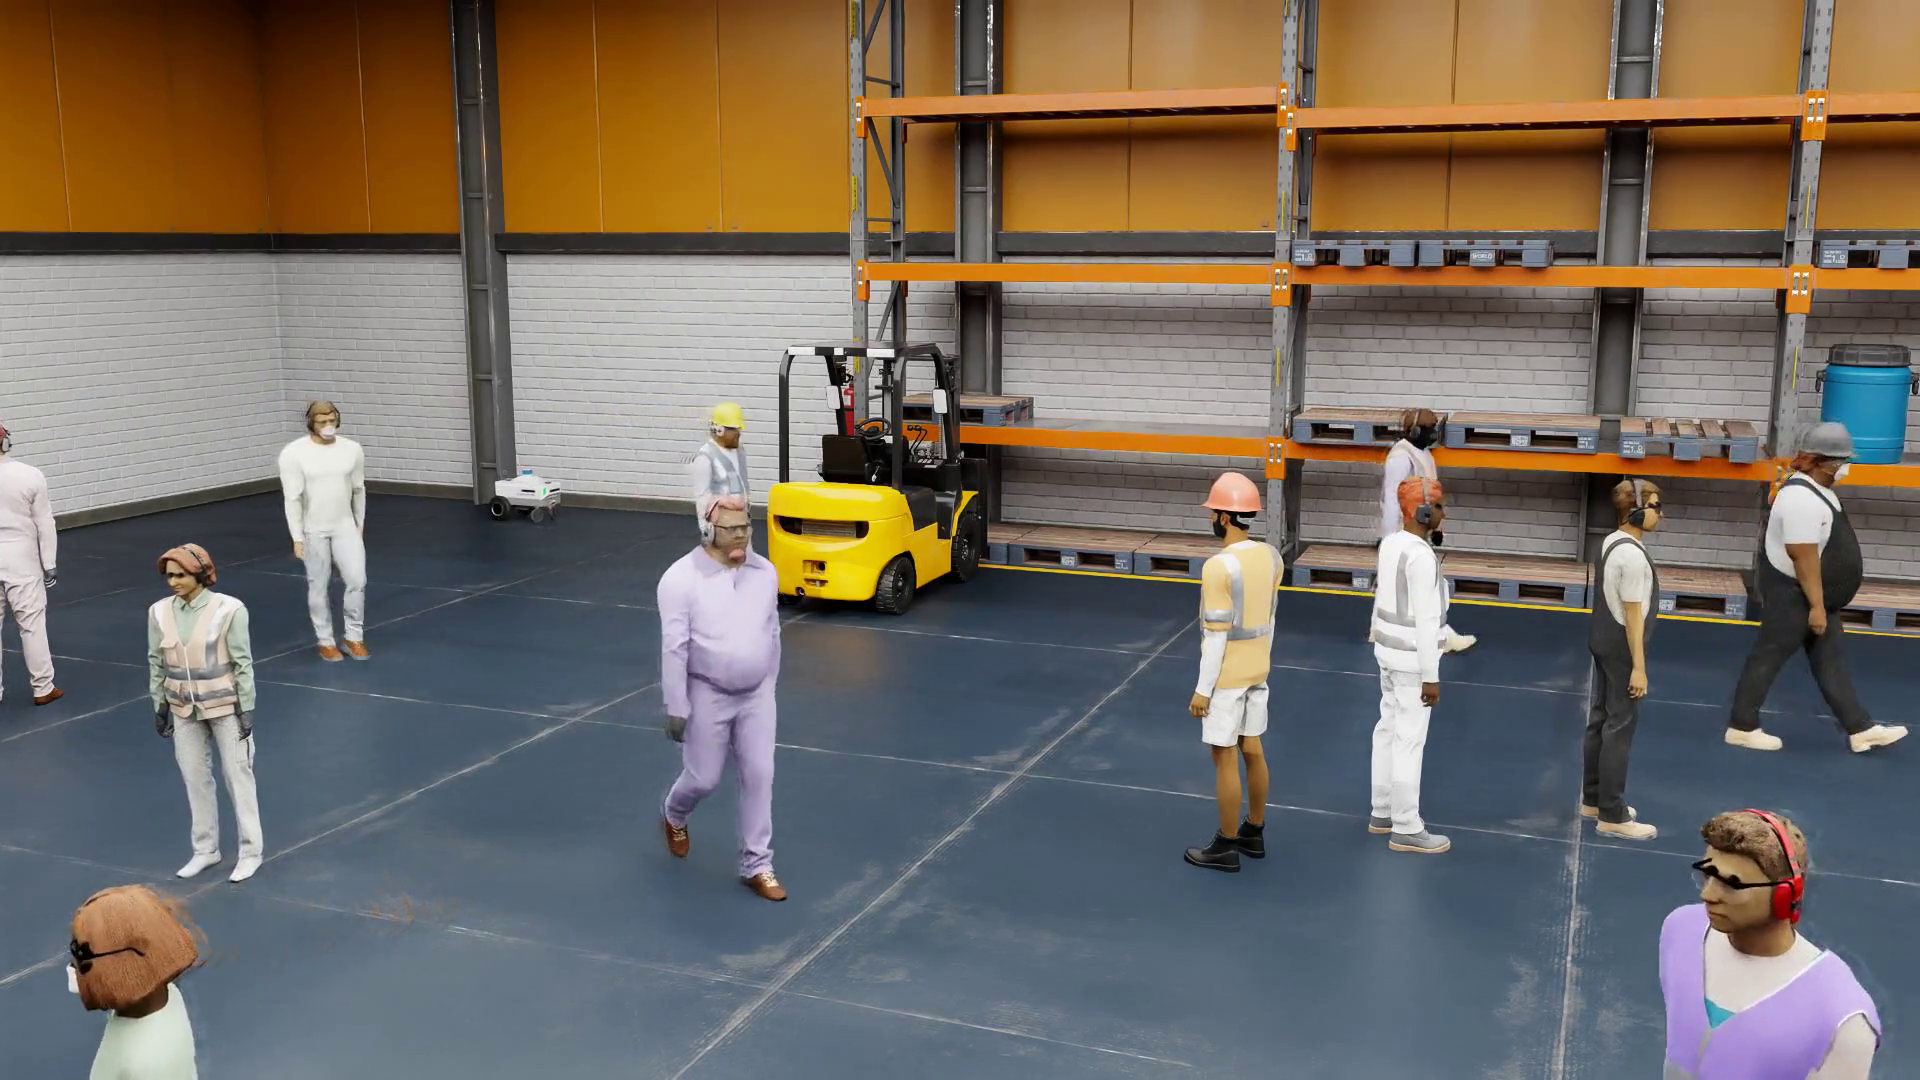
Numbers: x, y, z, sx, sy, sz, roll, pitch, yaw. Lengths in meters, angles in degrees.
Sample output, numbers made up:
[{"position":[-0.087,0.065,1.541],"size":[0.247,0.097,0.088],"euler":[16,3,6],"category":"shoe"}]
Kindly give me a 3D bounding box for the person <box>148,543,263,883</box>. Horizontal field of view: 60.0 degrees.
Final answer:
[{"position":[-3.589,0.816,7.924],"size":[0.523,1.631,0.316],"euler":[1,10,8],"category":"person"}]

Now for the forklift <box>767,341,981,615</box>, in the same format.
[{"position":[-0.739,-0.602,14.246],"size":[1.214,2.155,2.313],"euler":[4,11,21],"category":"forklift"}]

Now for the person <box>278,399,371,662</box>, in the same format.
[{"position":[-4.514,-0.049,11.931],"size":[0.633,1.915,0.598],"euler":[-8,13,-39],"category":"person"}]

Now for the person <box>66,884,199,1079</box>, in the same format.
[{"position":[-1.801,1.556,3.837],"size":[0.717,1.611,0.511],"euler":[-6,12,-29],"category":"person"}]

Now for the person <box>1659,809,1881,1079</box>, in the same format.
[{"position":[1.639,1.484,3.689],"size":[0.907,1.804,0.594],"euler":[-4,11,-21],"category":"person"}]

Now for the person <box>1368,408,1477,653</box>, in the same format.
[{"position":[3.467,-0.065,12.328],"size":[0.901,1.802,0.659],"euler":[6,12,29],"category":"person"}]

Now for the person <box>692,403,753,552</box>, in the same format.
[{"position":[-1.846,-0.163,12.869],"size":[0.513,1.808,0.625],"euler":[5,11,25],"category":"person"}]

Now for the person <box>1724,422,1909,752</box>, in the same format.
[{"position":[5.064,0.283,9.746],"size":[0.998,2.000,0.707],"euler":[7,12,35],"category":"person"}]

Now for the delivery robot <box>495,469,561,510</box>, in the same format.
[{"position":[-4.720,-0.537,18.187],"size":[0.707,0.478,0.477],"euler":[4,11,22],"category":"delivery robot"}]

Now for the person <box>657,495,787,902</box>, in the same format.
[{"position":[-1.123,0.708,7.816],"size":[0.651,1.885,0.791],"euler":[-7,12,-35],"category":"person"}]

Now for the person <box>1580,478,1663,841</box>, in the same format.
[{"position":[3.404,0.601,8.520],"size":[0.346,1.846,0.507],"euler":[1,10,4],"category":"person"}]

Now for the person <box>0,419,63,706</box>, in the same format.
[{"position":[-6.221,0.156,10.826],"size":[0.641,1.908,0.407],"euler":[-4,11,-21],"category":"person"}]

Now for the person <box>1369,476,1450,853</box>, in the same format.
[{"position":[2.264,0.614,8.340],"size":[0.356,1.883,0.573],"euler":[-1,10,-7],"category":"person"}]

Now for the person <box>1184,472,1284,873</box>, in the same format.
[{"position":[1.309,0.637,8.052],"size":[0.361,1.939,0.542],"euler":[10,14,43],"category":"person"}]
